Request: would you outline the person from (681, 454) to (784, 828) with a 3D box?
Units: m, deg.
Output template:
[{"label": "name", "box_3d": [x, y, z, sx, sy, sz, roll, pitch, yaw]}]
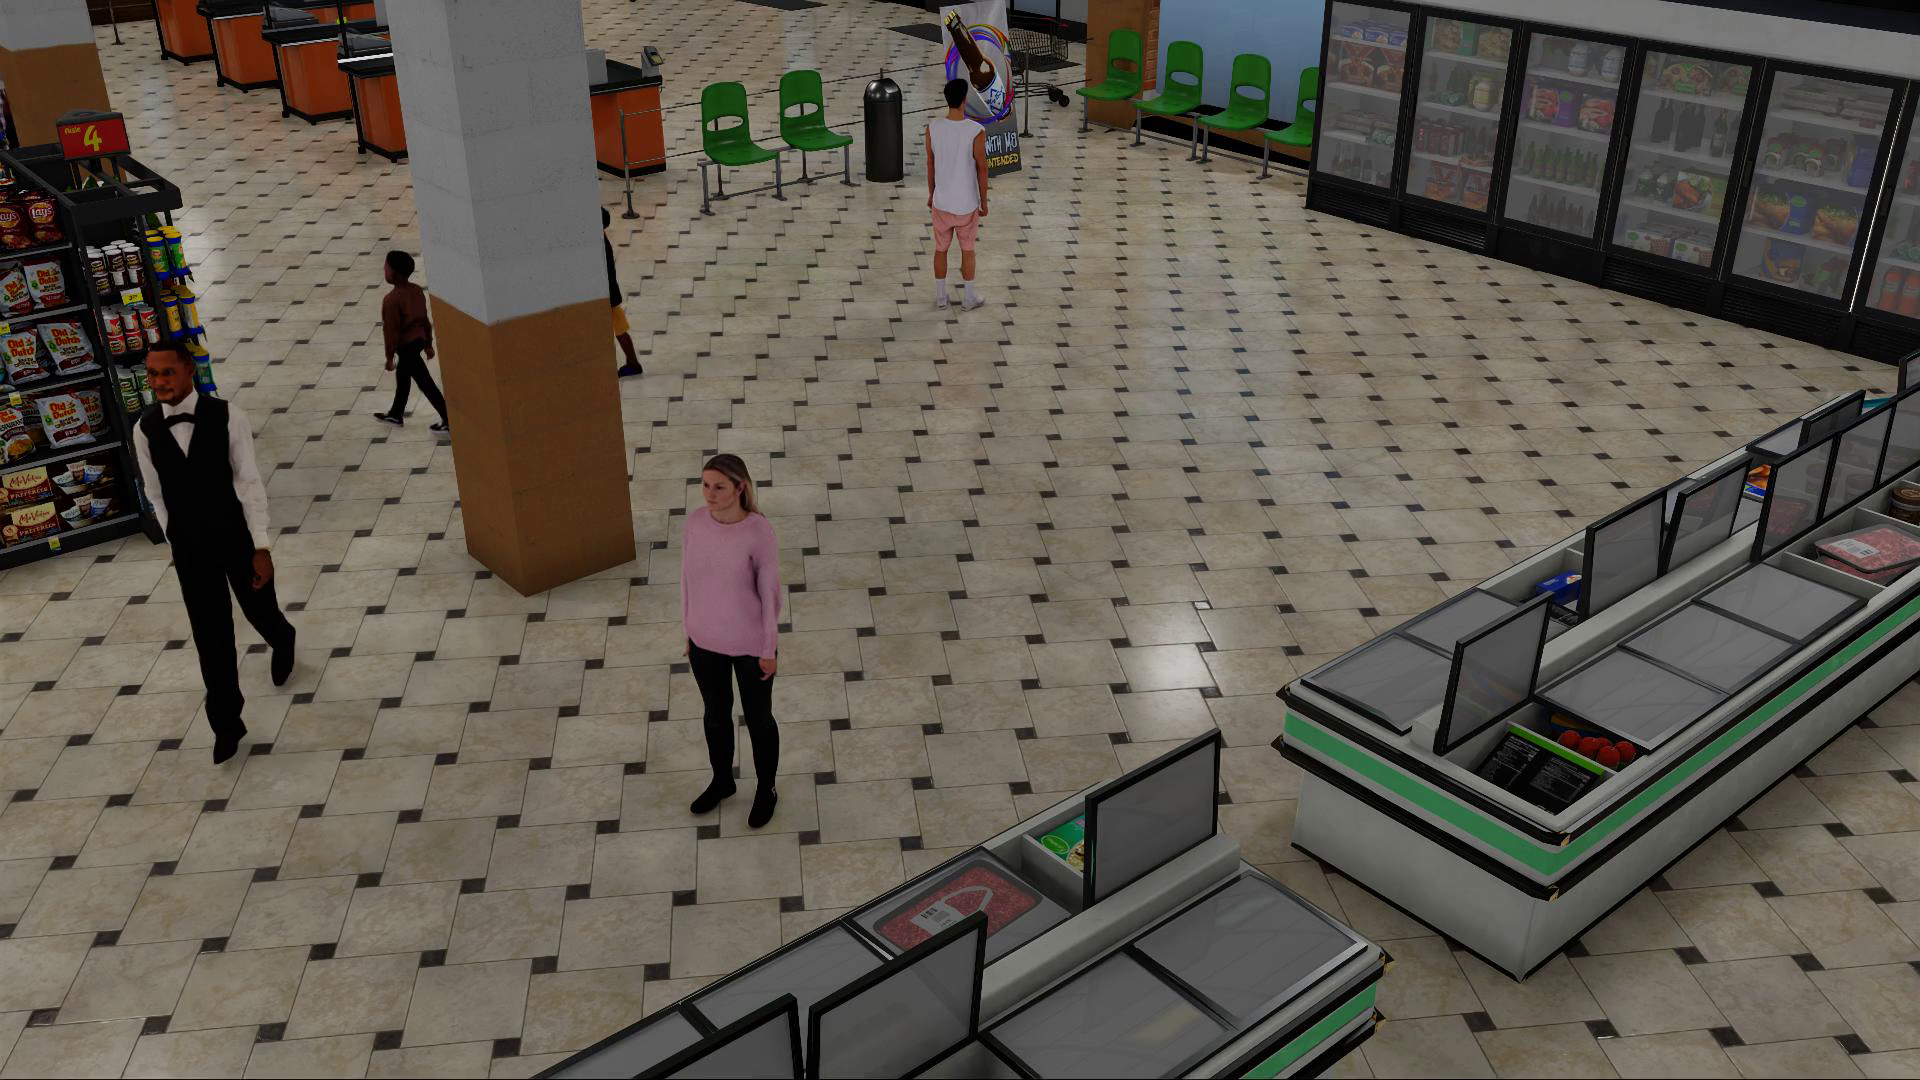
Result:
[{"label": "person", "box_3d": [-0.949, 0.411, 6.977, 0.683, 1.688, 0.695, 10, 28, 18]}]

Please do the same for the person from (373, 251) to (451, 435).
[{"label": "person", "box_3d": [-3.503, -1.236, 10.740, 0.890, 1.222, 0.903, 7, 28, 14]}]

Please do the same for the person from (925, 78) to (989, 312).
[{"label": "person", "box_3d": [-0.042, -2.672, 12.947, 0.734, 1.787, 0.754, 7, 28, 14]}]

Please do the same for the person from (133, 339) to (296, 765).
[{"label": "person", "box_3d": [-3.364, -0.038, 7.640, 1.290, 1.889, 1.155, -5, 27, -10]}]
